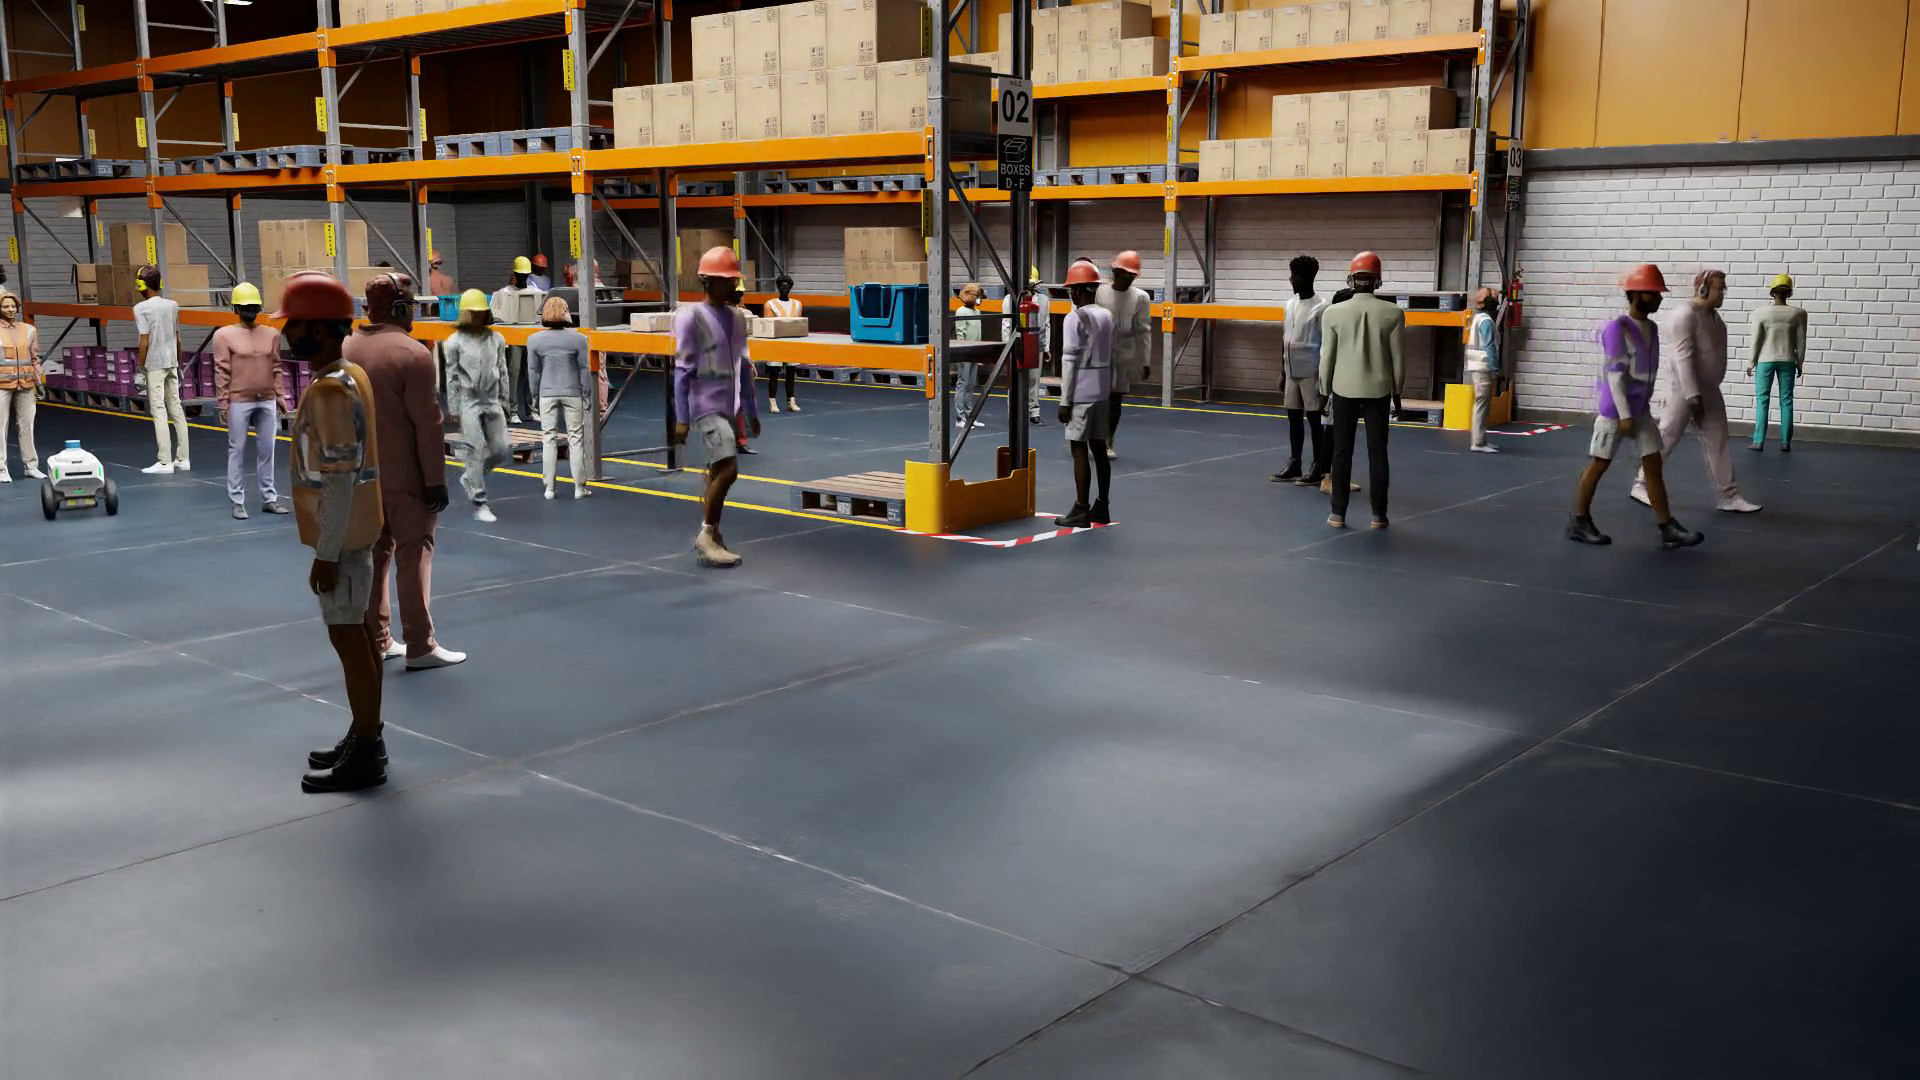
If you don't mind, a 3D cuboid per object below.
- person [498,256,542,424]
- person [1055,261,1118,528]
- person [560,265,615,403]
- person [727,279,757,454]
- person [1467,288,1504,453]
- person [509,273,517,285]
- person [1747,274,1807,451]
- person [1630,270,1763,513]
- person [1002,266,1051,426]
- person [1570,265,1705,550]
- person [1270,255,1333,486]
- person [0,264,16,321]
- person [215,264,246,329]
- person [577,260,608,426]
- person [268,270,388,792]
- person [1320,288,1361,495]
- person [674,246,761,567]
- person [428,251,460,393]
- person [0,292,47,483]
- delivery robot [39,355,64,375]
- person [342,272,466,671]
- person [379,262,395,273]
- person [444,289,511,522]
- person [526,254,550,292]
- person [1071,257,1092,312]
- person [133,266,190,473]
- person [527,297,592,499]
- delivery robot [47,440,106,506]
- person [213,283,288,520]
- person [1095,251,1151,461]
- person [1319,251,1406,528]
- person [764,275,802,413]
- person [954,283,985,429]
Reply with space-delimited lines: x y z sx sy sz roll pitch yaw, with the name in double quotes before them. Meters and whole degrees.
"person" -5.045 -2.304 19.234 0.383 1.924 0.589 10 14 44
"person" 0.902 -1.057 12.123 0.382 1.932 0.541 8 13 39
"person" -4.709 -2.542 20.897 0.555 1.811 0.603 5 11 28
"person" -2.201 -1.693 16.200 0.314 1.769 0.523 9 14 43
"person" 5.203 -1.677 16.489 0.346 1.638 0.524 2 10 12
"person" -6.924 -3.368 26.115 0.497 1.634 0.279 -3 10 -14
"person" 8.138 -1.763 16.601 0.533 1.767 0.325 2 10 10
"person" 5.688 -1.142 12.818 0.647 1.862 0.960 -6 12 -32
"person" 0.765 -2.193 18.894 0.588 1.822 0.403 -3 10 -18
"person" 4.535 -0.867 11.099 0.546 1.896 0.962 -6 12 -32
"person" 2.939 -1.442 14.201 0.362 1.963 0.614 -5 11 -28
"person" -13.684 -3.028 23.695 0.437 1.816 0.689 -3 10 -17
"person" -9.964 -2.925 23.025 0.588 1.833 0.404 -9 14 -43
"person" -4.229 -2.263 19.043 0.406 1.911 0.639 -1 10 -4
"person" -2.347 -0.030 6.236 0.350 1.942 0.543 -2 10 -14
"person" 3.146 -1.217 13.691 0.318 1.697 0.535 7 12 35
"person" -1.492 -0.820 10.480 0.478 2.026 0.642 5 11 27
"person" -7.264 -3.022 23.226 0.606 2.008 0.627 4 11 23
"person" -8.244 -1.327 14.475 0.310 1.642 0.514 7 12 34
"delivery robot" -12.559 -2.299 22.830 0.477 0.478 0.707 -1 10 -3
"person" -2.706 -0.327 8.025 0.652 1.906 0.403 6 11 29
"person" -8.311 -3.111 24.130 0.544 1.830 0.962 -2 10 -11
"person" -3.624 -1.008 12.410 0.524 1.726 0.498 9 13 42
"person" -6.787 -3.649 26.882 0.384 1.927 0.543 5 11 28
"person" 1.449 -2.318 19.327 0.392 1.920 0.592 2 10 14
"person" -7.217 -1.526 14.979 0.326 1.865 0.518 3 11 19
"person" -3.221 -1.140 13.422 0.500 1.635 0.287 -1 10 -5
"delivery robot" -6.744 -0.518 12.679 0.477 0.478 0.707 -6 12 -31
"person" -5.314 -1.043 12.505 0.326 1.767 0.533 8 13 39
"person" 1.475 -1.728 15.734 0.624 1.991 0.752 -2 10 -10
"person" 2.907 -1.077 12.043 0.609 1.995 0.378 2 10 11
"person" -2.160 -2.405 20.444 0.539 1.698 0.318 -7 12 -33
"person" 0.108 -2.067 18.711 0.280 1.632 0.498 5 11 25
